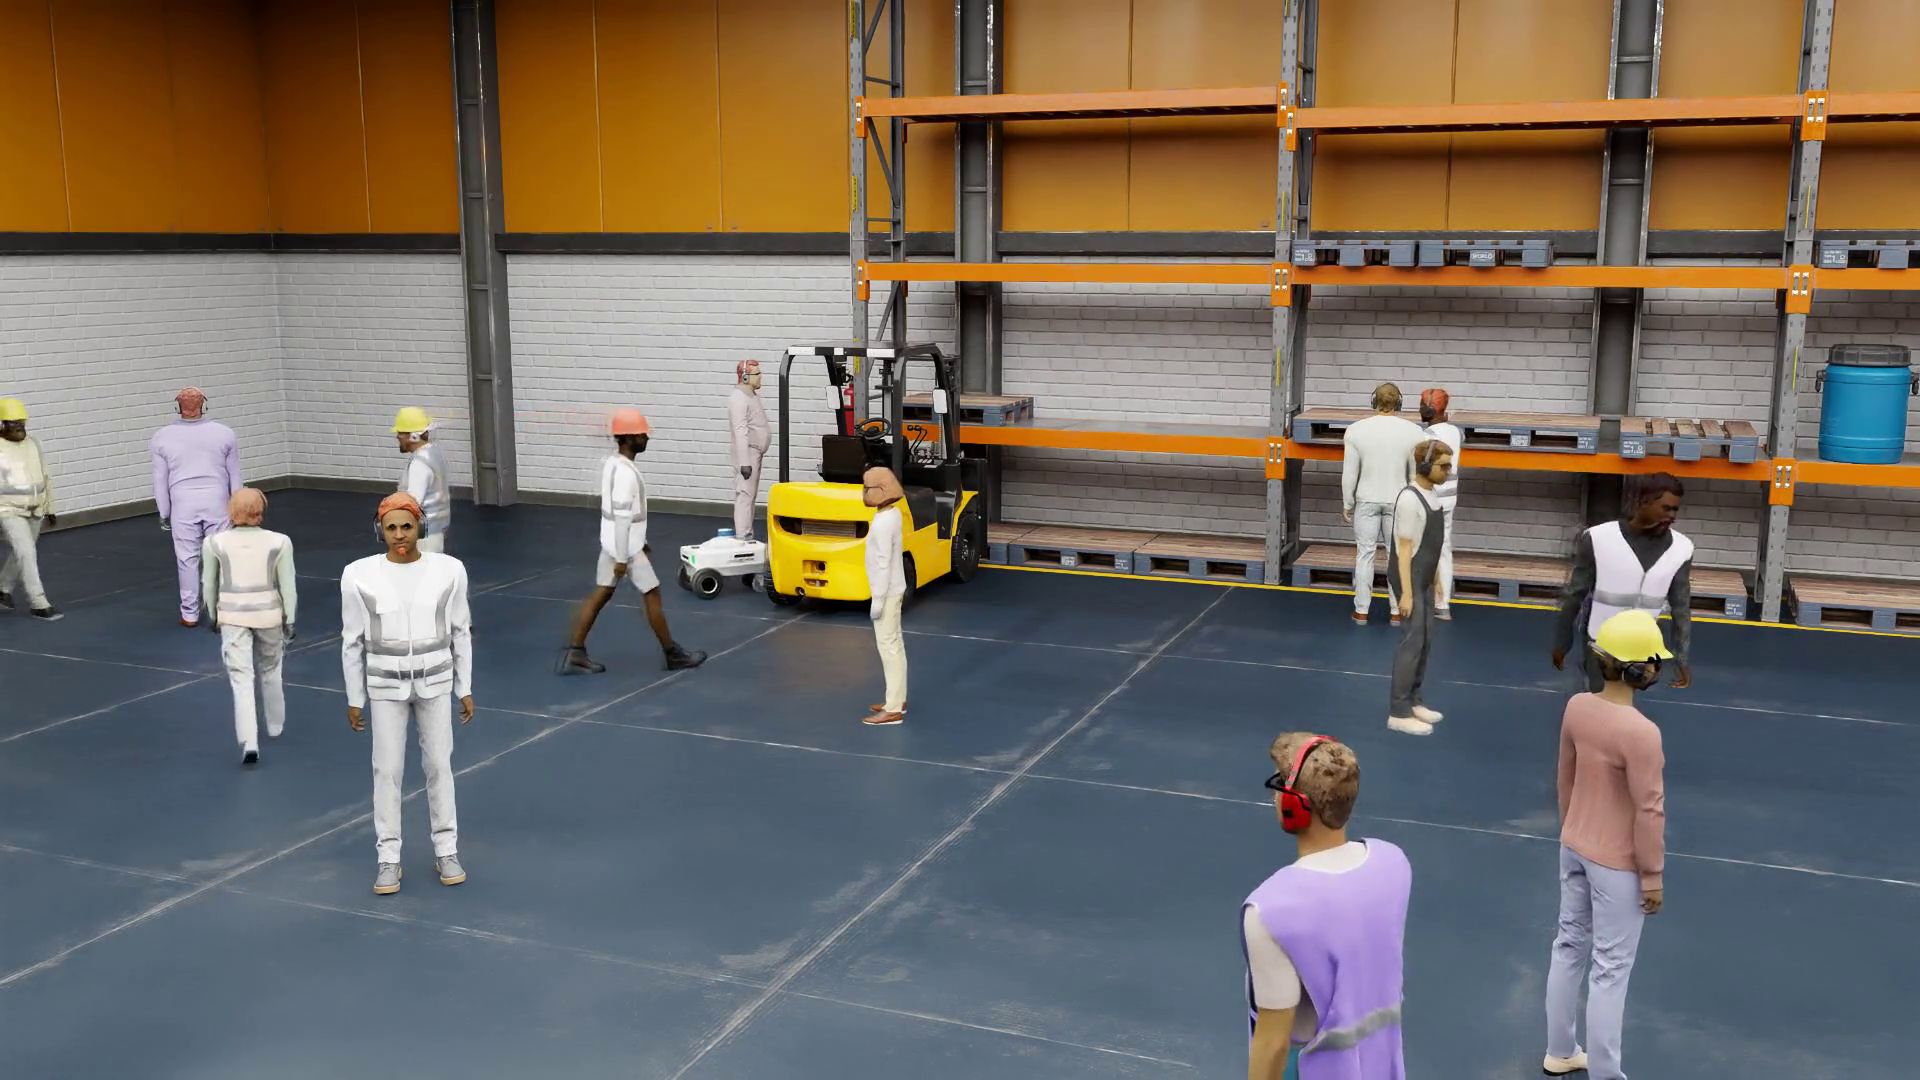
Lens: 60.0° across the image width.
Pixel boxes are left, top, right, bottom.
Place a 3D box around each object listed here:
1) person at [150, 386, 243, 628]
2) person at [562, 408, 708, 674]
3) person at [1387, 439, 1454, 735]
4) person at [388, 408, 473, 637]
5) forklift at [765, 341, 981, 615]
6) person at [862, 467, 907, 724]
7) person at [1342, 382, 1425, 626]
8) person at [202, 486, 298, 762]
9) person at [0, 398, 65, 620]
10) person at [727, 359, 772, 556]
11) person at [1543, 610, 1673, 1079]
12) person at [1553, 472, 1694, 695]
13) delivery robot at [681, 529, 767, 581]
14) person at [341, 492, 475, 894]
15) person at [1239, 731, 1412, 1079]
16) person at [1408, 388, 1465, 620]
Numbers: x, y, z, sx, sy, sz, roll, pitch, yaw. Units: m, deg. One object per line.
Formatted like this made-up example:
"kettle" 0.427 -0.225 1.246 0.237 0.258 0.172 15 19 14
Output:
"person" -6.006 -0.260 13.142 0.642 1.908 0.408 -5 12 -28
"person" -2.346 0.019 11.661 1.010 1.896 0.543 -4 11 -24
"person" 2.839 0.285 10.319 0.375 1.829 0.529 7 12 33
"person" -4.091 -0.101 12.599 0.719 1.809 0.614 -2 10 -13
"forklift" -0.739 -0.602 14.246 1.214 2.155 2.313 4 11 21
"person" -0.478 0.349 10.512 0.268 1.630 0.507 1 10 8
"person" 3.344 -0.282 13.175 0.636 1.938 0.354 2 10 12
"person" -4.197 0.481 9.864 0.512 1.602 0.824 -5 11 -24
"person" -7.665 -0.265 13.479 0.874 1.803 0.600 4 11 21
"person" -2.022 -0.788 16.079 0.407 1.910 0.640 0 10 0
"person" 2.303 1.115 5.873 0.321 1.769 0.523 -2 10 -12
"person" 3.472 0.558 8.700 0.621 1.860 0.716 -2 10 -8
"delivery robot" -2.037 0.146 14.382 0.707 0.478 0.477 -5 11 -27
"person" -2.580 0.710 7.803 0.583 1.882 0.350 -4 11 -22
"person" 0.906 1.387 4.143 0.569 1.841 0.373 -9 13 -40
"person" 3.759 -0.270 13.279 0.577 1.881 0.376 -7 13 -36
